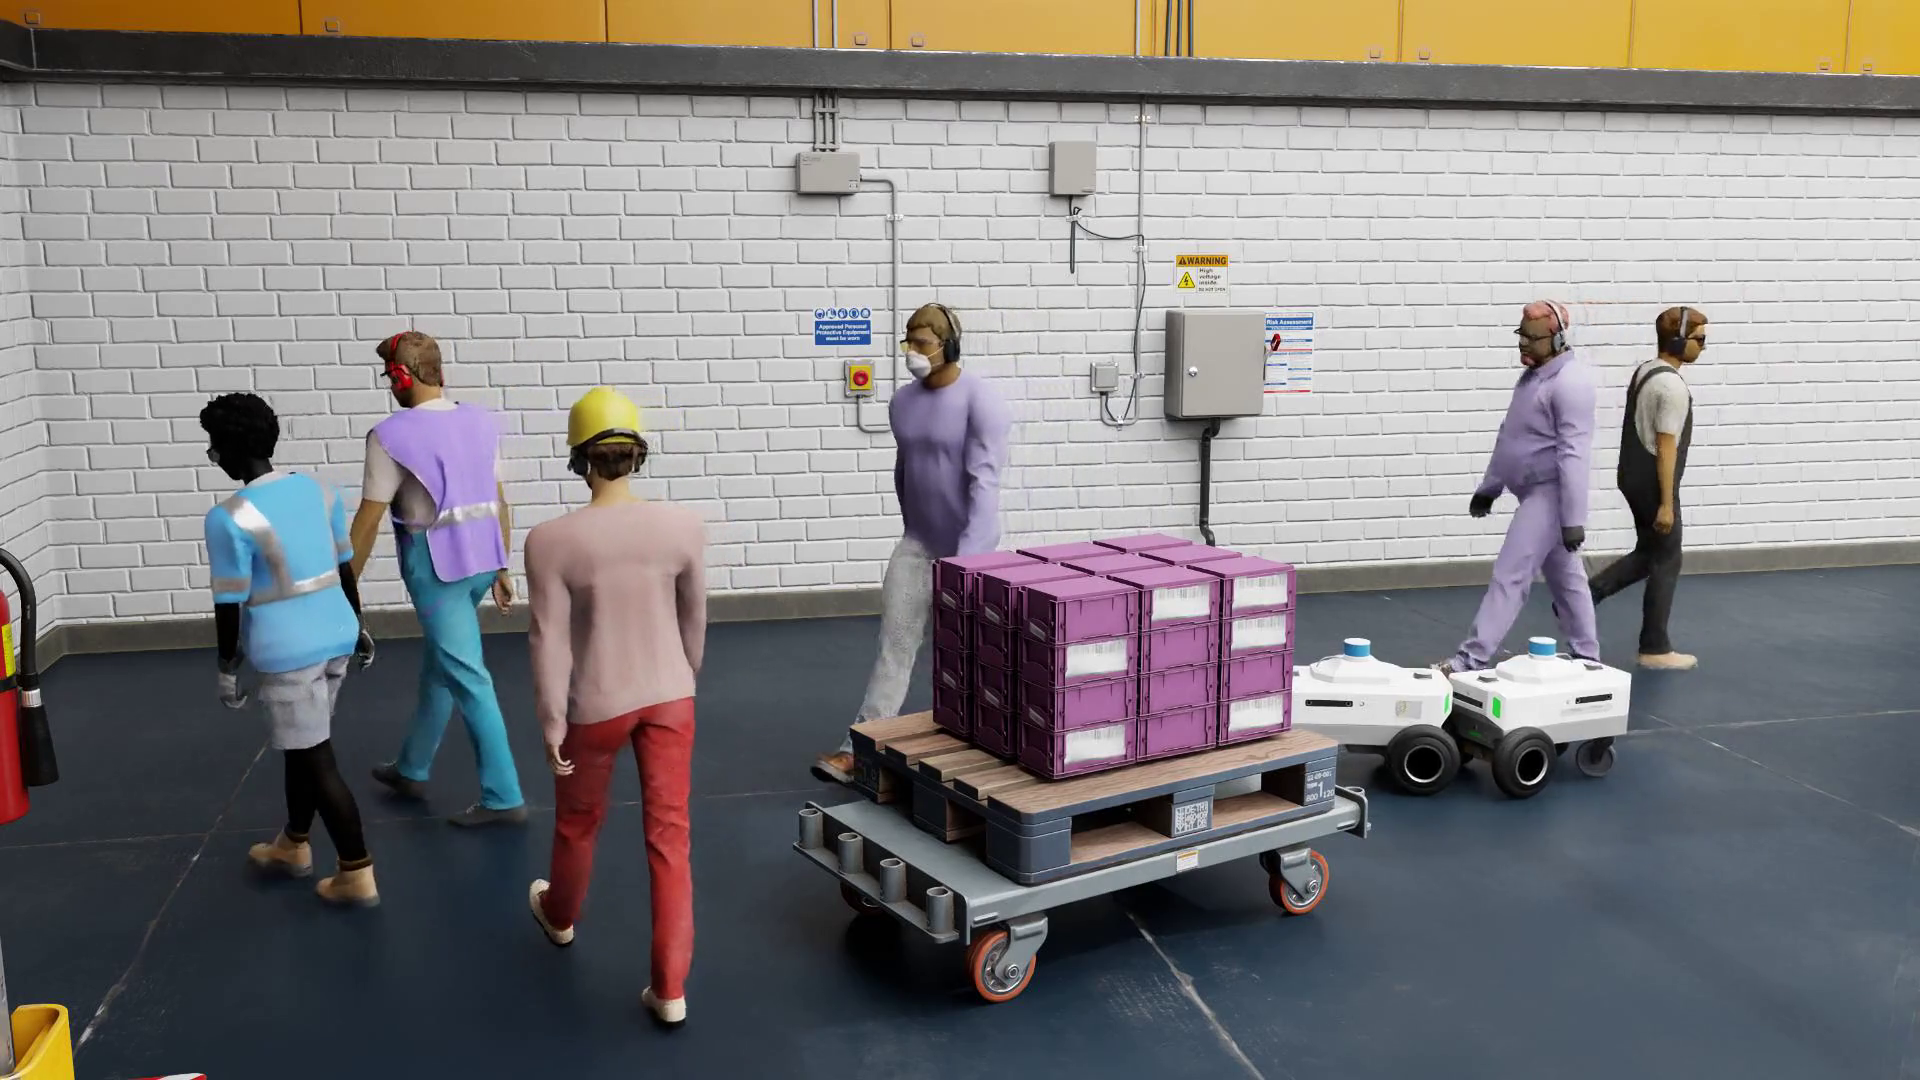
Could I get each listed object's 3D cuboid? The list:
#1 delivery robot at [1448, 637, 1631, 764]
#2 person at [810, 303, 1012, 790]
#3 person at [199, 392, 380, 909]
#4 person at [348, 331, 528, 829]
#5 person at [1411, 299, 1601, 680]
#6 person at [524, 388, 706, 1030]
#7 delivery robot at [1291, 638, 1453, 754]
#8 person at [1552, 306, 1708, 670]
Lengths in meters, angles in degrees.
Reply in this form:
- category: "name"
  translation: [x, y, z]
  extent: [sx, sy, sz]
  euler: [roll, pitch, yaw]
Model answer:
- category: "delivery robot"
  translation: [2.301, 0.629, 6.604]
  extent: [0.707, 0.478, 0.477]
  euler: [-4, 11, -21]
- category: "person"
  translation: [-0.118, 0.048, 6.387]
  extent: [0.640, 1.882, 1.037]
  euler: [9, 14, 41]
- category: "person"
  translation: [-2.186, 0.358, 5.305]
  extent: [0.737, 1.649, 0.565]
  euler: [3, 11, 16]
- category: "person"
  translation: [-1.970, 0.147, 6.079]
  extent: [0.915, 1.789, 0.604]
  euler: [4, 11, 23]
- category: "person"
  translation: [2.593, -0.180, 7.737]
  extent: [0.963, 1.847, 0.674]
  euler: [2, 10, 10]
- category: "person"
  translation: [-0.972, 0.435, 4.699]
  extent: [0.534, 1.718, 0.907]
  euler: [-5, 11, -26]
- category: "delivery robot"
  translation: [1.562, 0.633, 6.582]
  extent: [0.707, 0.478, 0.477]
  euler: [1, 10, 5]
- category: "person"
  translation: [3.352, -0.244, 8.210]
  extent: [0.603, 1.820, 0.521]
  euler: [1, 10, 3]
